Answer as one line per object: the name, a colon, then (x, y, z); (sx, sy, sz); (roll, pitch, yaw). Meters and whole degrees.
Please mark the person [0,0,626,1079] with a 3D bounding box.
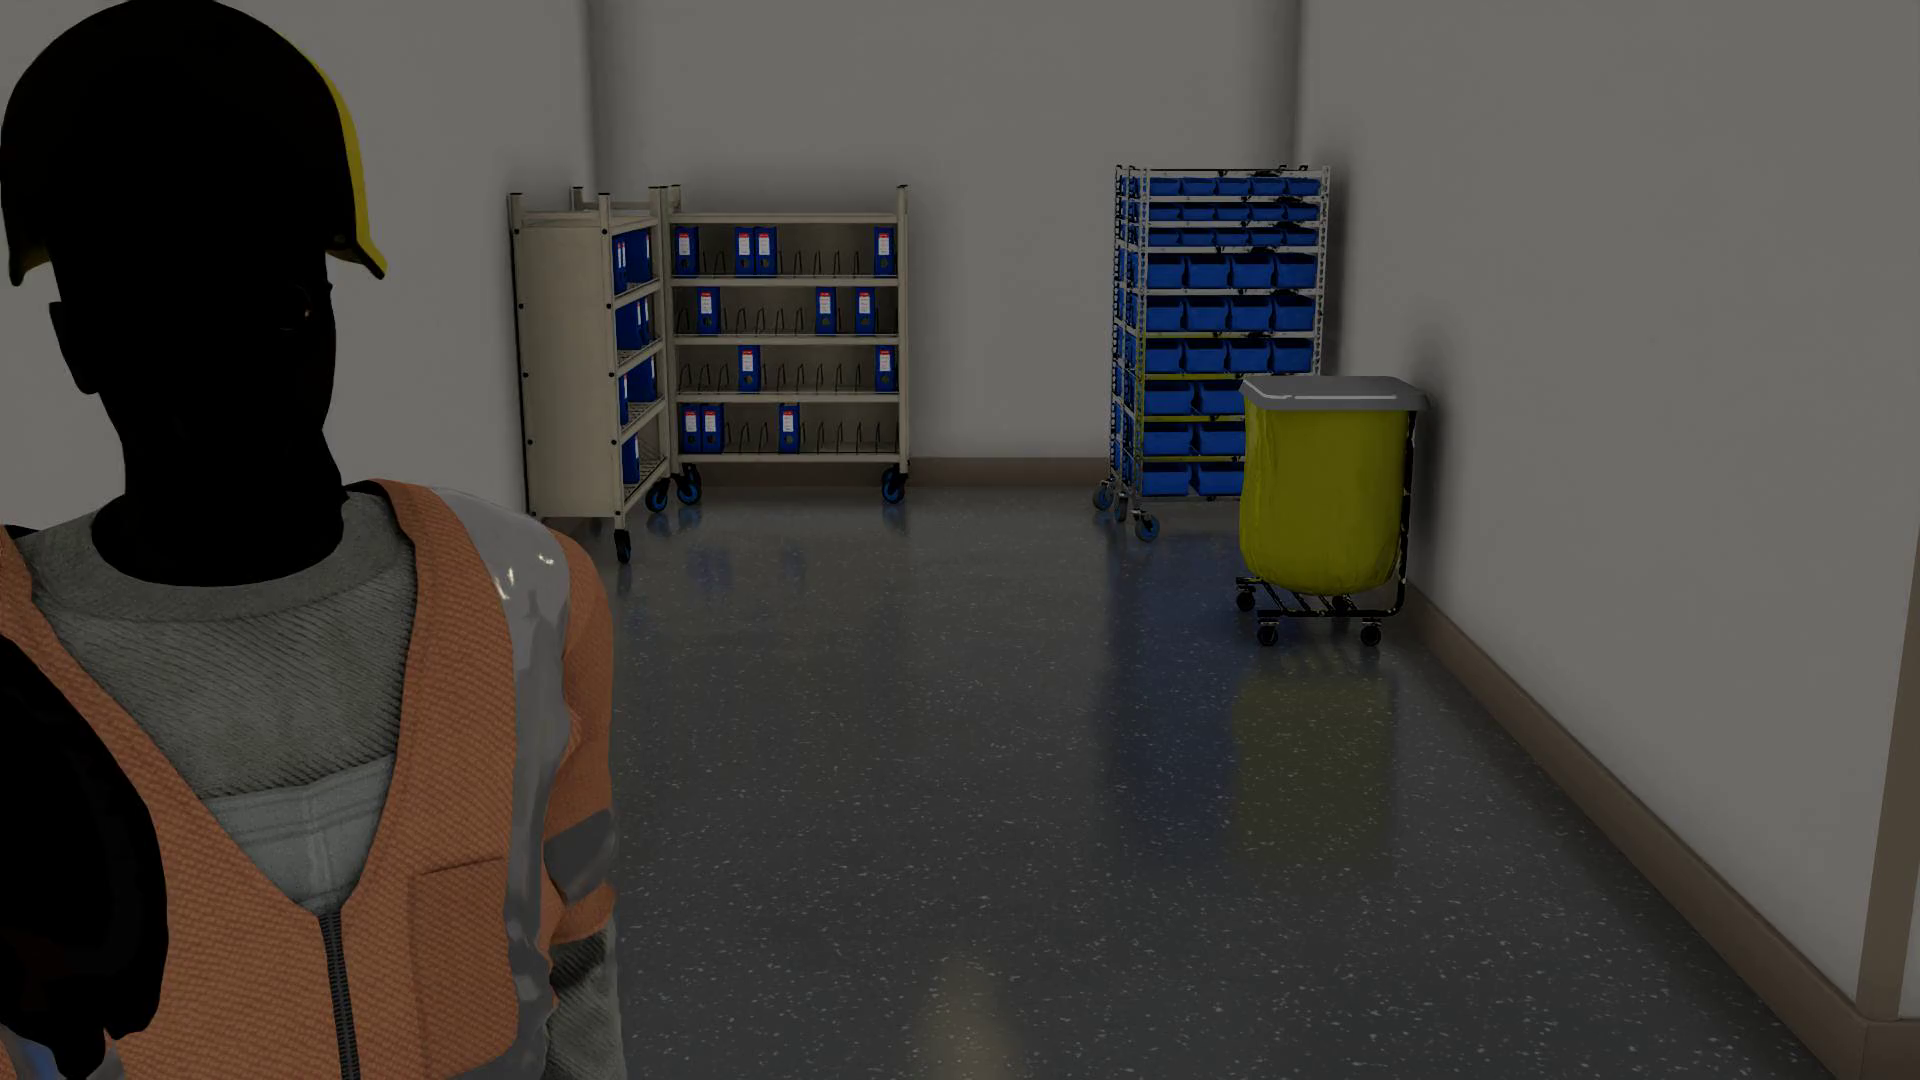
person: (-0.481, 0.606, 1.234); (0.594, 1.926, 0.367); (-12, 17, -40)
